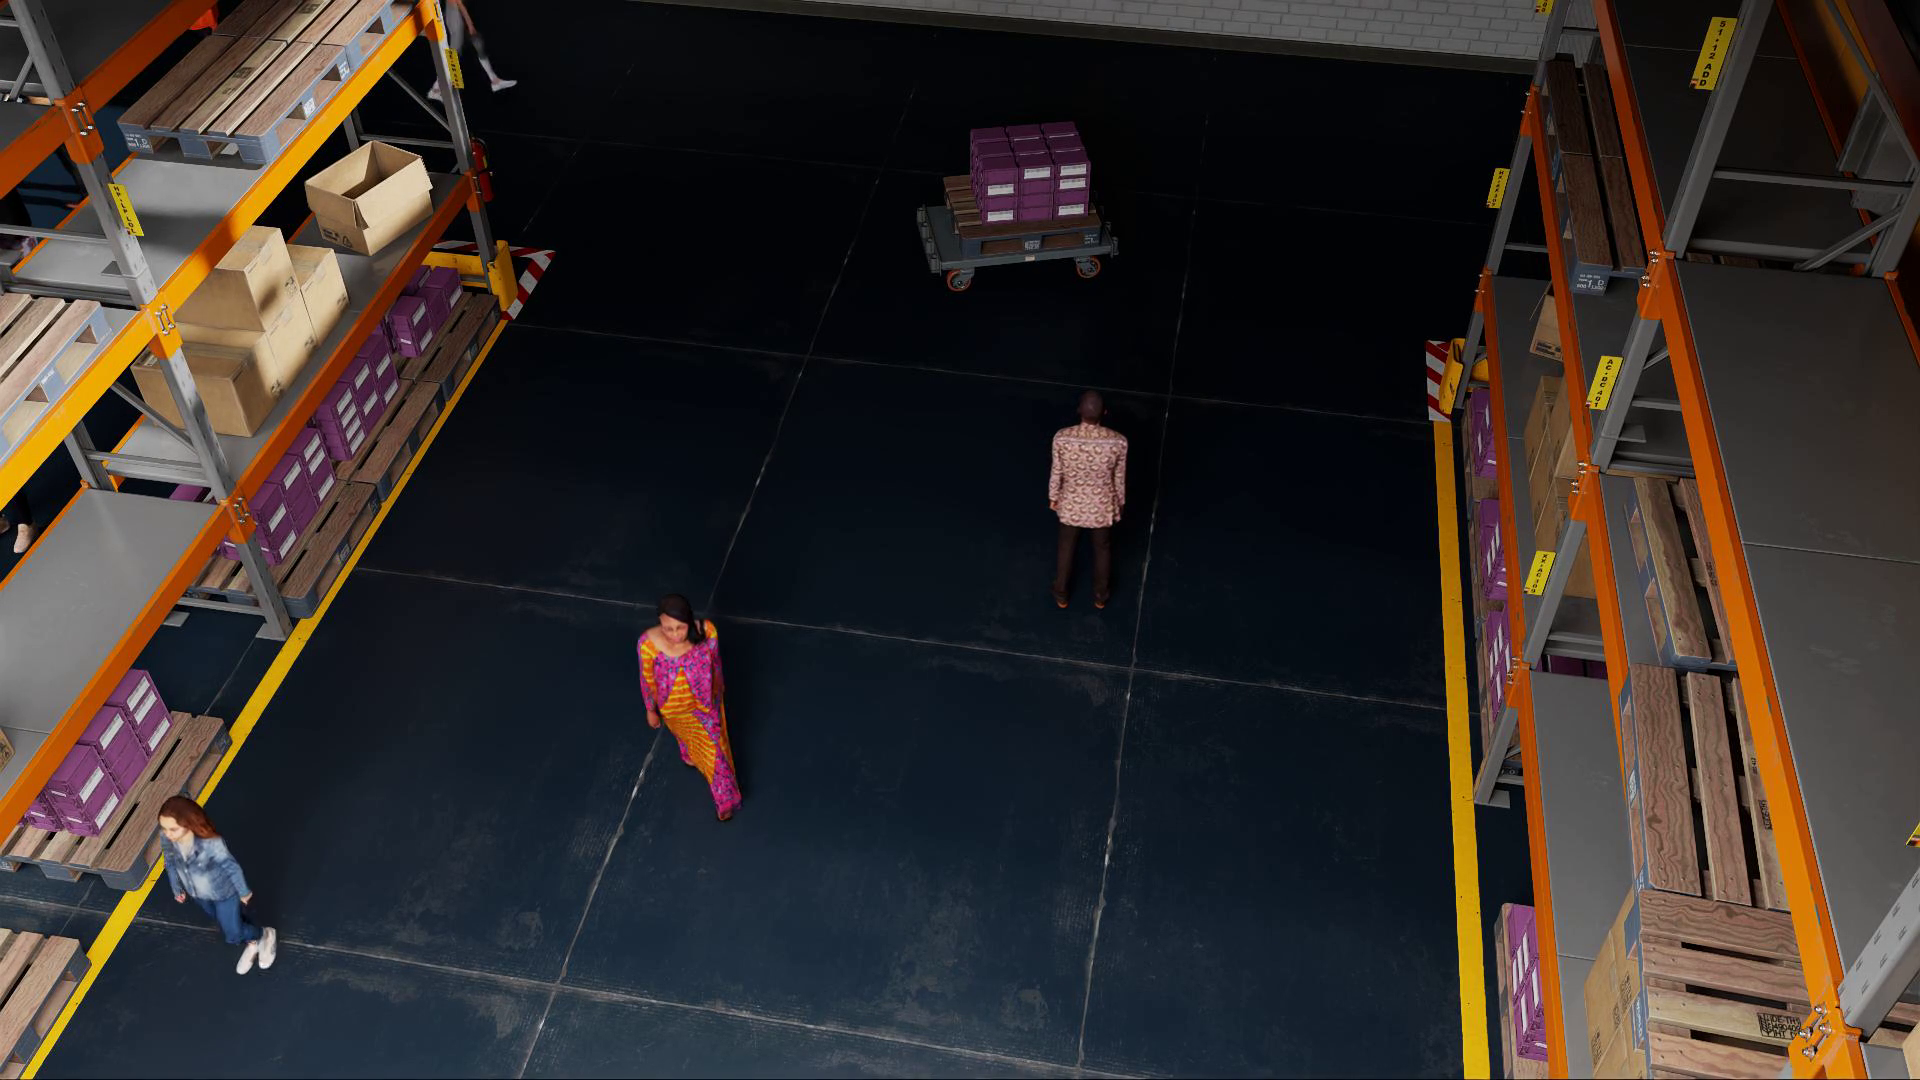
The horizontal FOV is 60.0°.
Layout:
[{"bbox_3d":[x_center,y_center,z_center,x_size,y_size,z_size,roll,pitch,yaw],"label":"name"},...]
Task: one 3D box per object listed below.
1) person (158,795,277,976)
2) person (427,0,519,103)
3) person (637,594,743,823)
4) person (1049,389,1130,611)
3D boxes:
[{"bbox_3d":[-4.074,1.853,9.182,0.595,1.466,0.571,13,45,13],"label":"person"},{"bbox_3d":[-4.995,-5.058,16.292,1.075,1.664,1.131,-18,46,-18],"label":"person"},{"bbox_3d":[-1.658,0.868,10.085,0.928,1.646,1.212,-9,44,-9],"label":"person"},{"bbox_3d":[0.859,-0.244,11.139,0.667,1.803,0.576,6,44,6],"label":"person"}]
